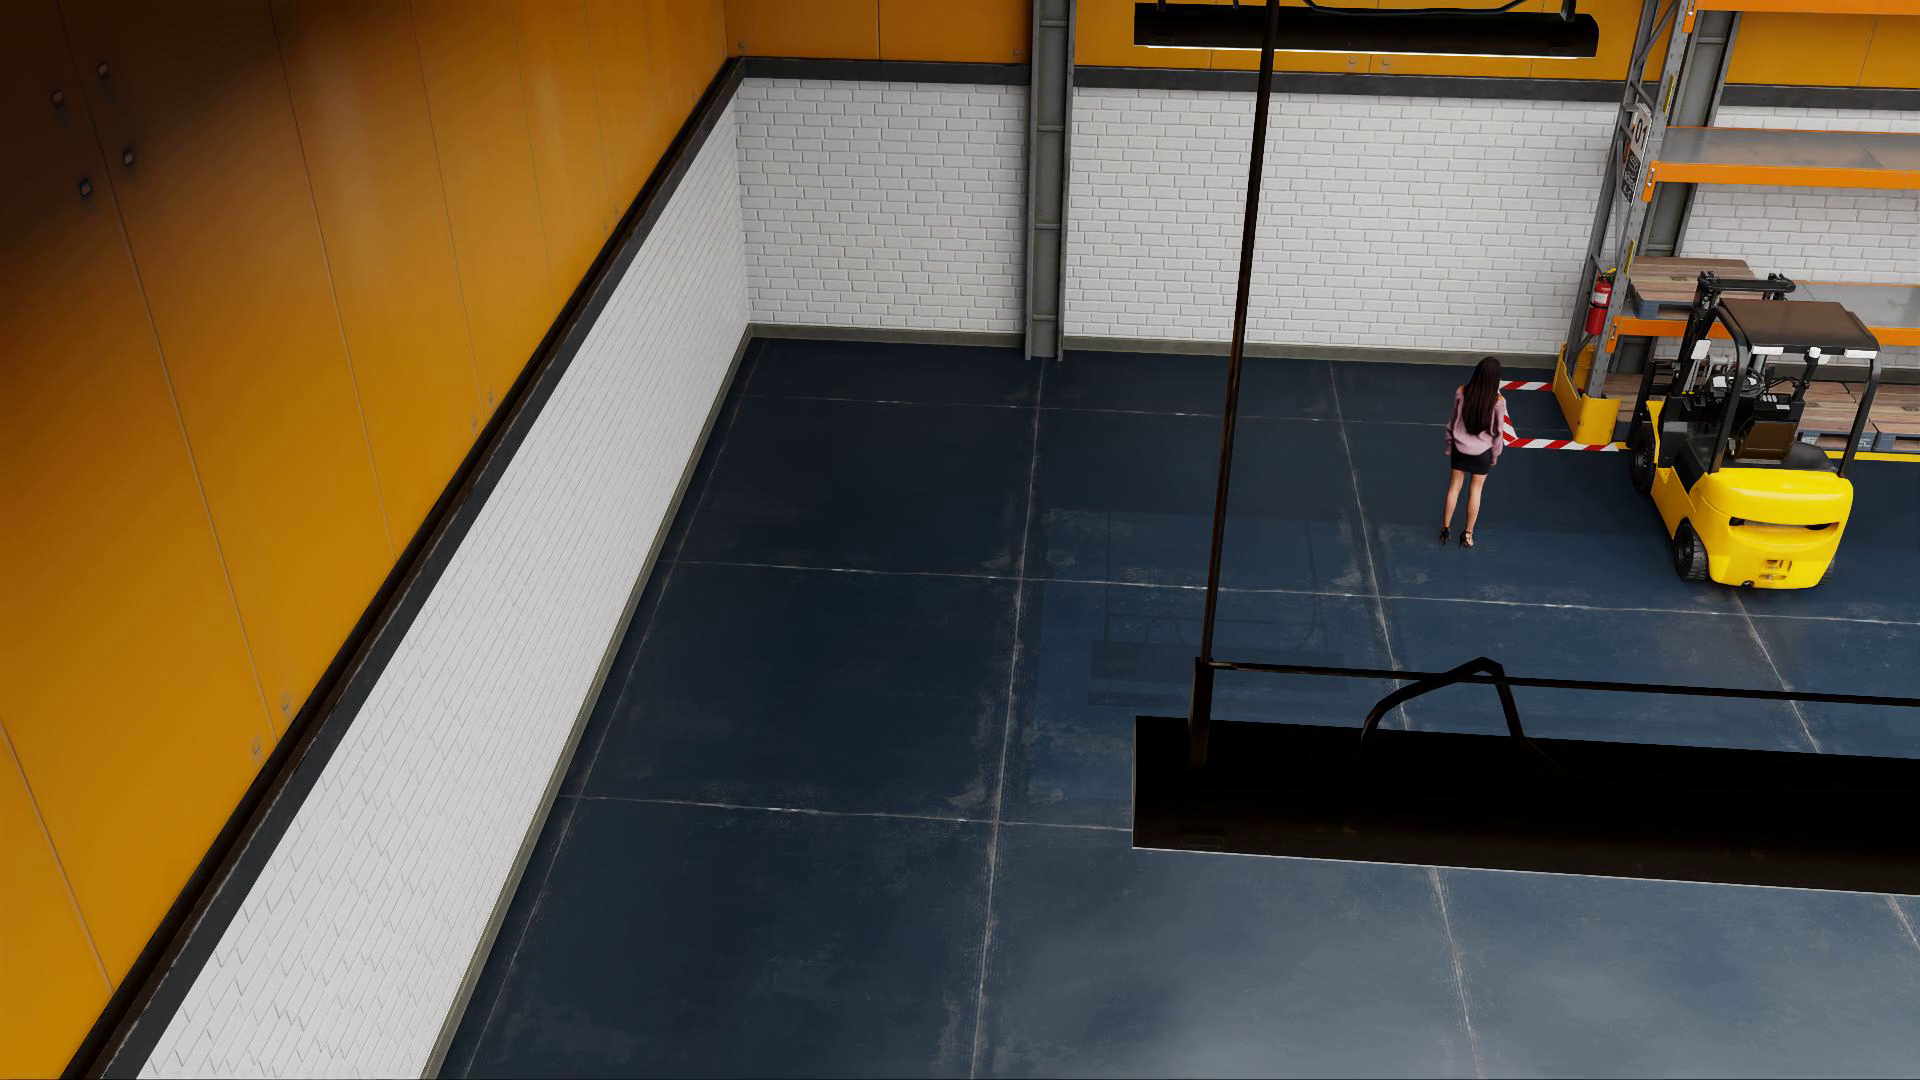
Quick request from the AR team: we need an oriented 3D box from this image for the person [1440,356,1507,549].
[{"bbox_3d":[4.353,-0.739,14.148,0.622,1.811,0.763,18,38,25],"label":"person"}]
